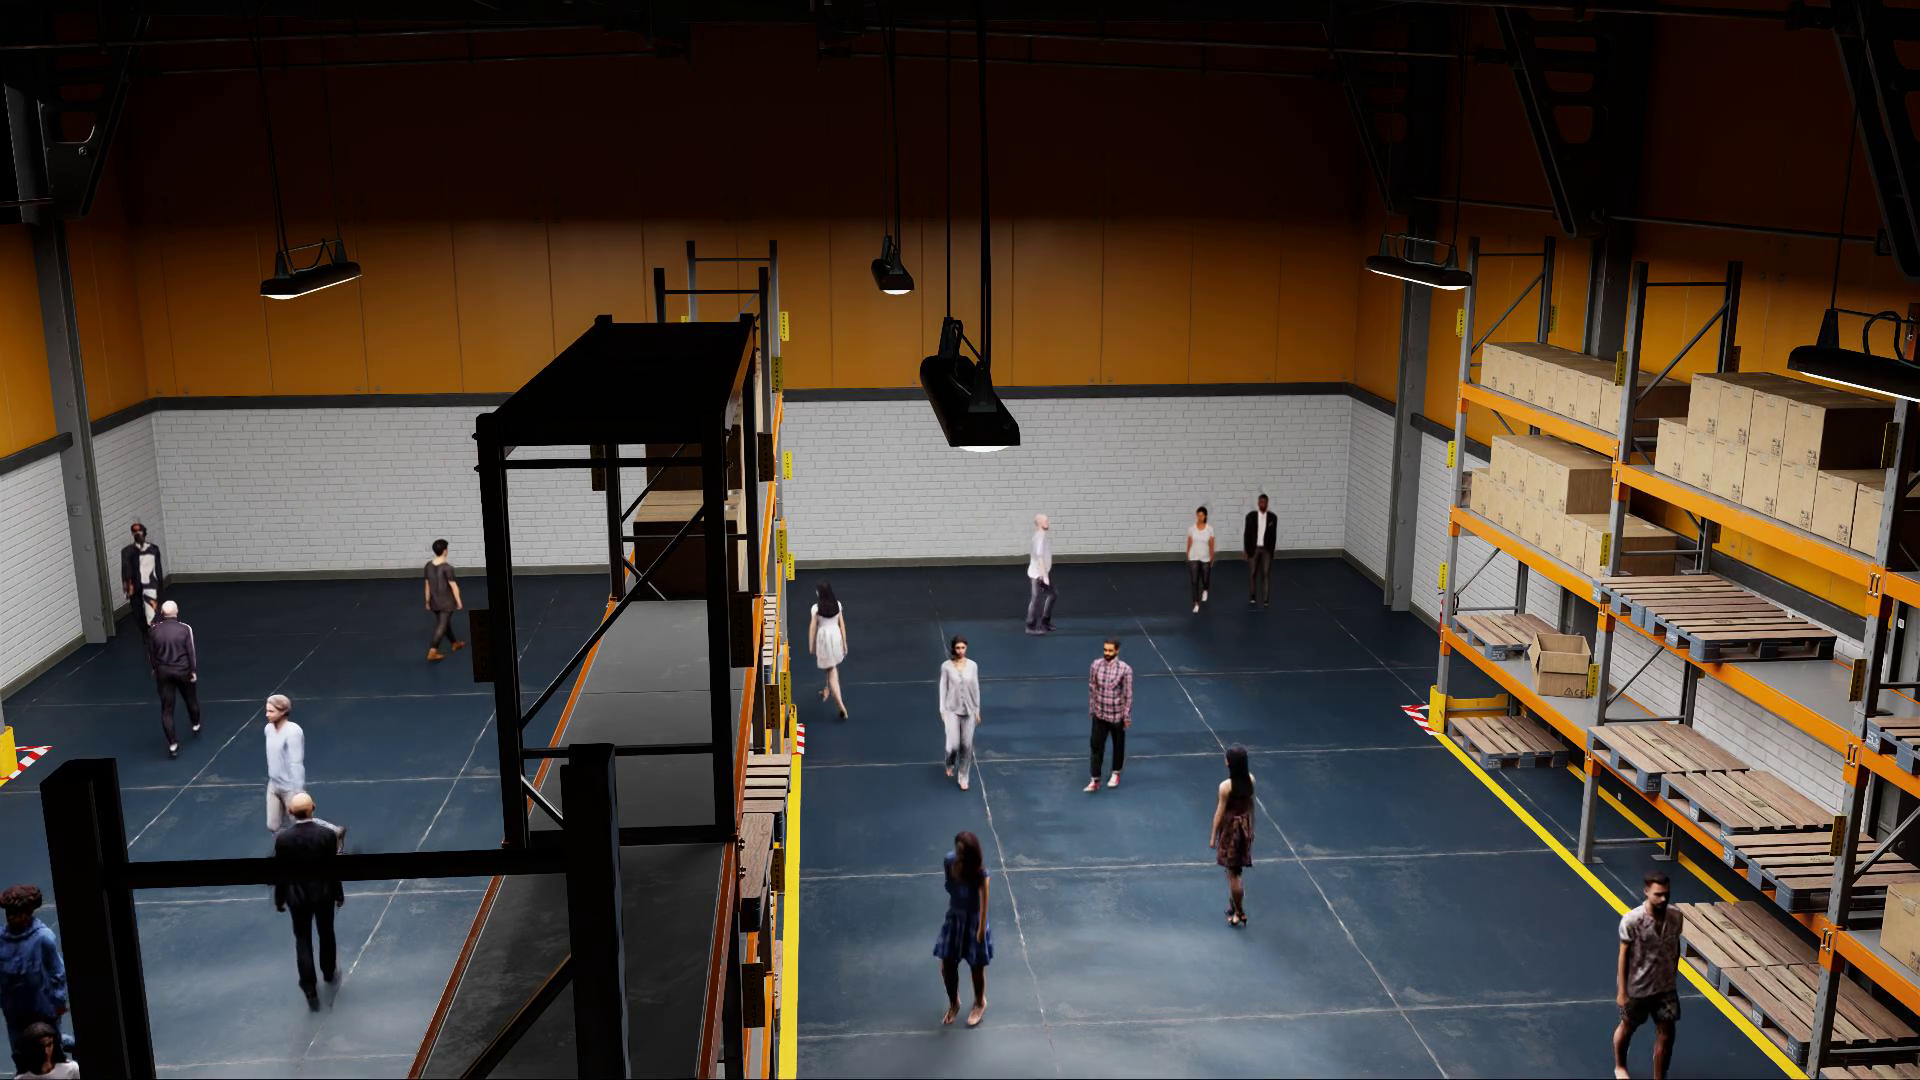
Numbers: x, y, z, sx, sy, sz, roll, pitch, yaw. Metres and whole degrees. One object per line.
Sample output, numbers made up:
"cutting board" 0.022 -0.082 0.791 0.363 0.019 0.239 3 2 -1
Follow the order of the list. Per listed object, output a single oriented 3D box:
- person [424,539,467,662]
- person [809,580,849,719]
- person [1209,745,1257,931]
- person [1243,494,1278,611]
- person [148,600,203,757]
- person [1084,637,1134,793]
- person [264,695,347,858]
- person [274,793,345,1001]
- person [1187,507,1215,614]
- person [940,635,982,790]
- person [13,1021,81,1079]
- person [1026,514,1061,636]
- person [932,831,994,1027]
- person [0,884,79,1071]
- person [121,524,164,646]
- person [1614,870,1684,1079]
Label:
"person" -7.238 0.869 23.088 0.973 1.674 1.166 6 15 24
"person" -1.604 1.406 20.765 0.878 1.722 1.194 -5 15 -21
"person" 2.571 2.740 15.167 0.804 1.764 0.871 -11 17 -38
"person" 4.614 0.178 25.781 0.807 1.749 1.213 1 14 5
"person" -9.277 1.659 19.599 0.877 1.779 1.259 -5 14 -19
"person" 1.716 1.917 18.614 0.975 1.741 1.089 6 15 23
"person" -6.527 2.402 16.344 1.097 1.868 1.213 9 16 34
"person" -5.477 3.013 13.994 0.842 1.787 1.071 -4 14 -18
"person" 3.698 0.286 25.586 0.748 1.630 0.985 3 14 14
"person" -0.010 1.898 18.647 0.625 1.763 0.724 -2 14 -10
"person" -5.747 3.863 10.511 0.656 1.773 0.683 -12 18 -40
"person" 1.078 0.513 24.264 0.824 1.812 0.757 3 14 11
"person" 0.068 3.146 13.486 0.842 1.768 0.899 12 18 42
"person" -6.879 3.394 12.408 0.774 1.793 1.038 1 14 4
"person" -11.514 0.691 23.436 0.882 1.856 1.278 -5 14 -19
"person" 5.193 3.328 12.685 0.672 1.790 0.803 -1 14 -5
